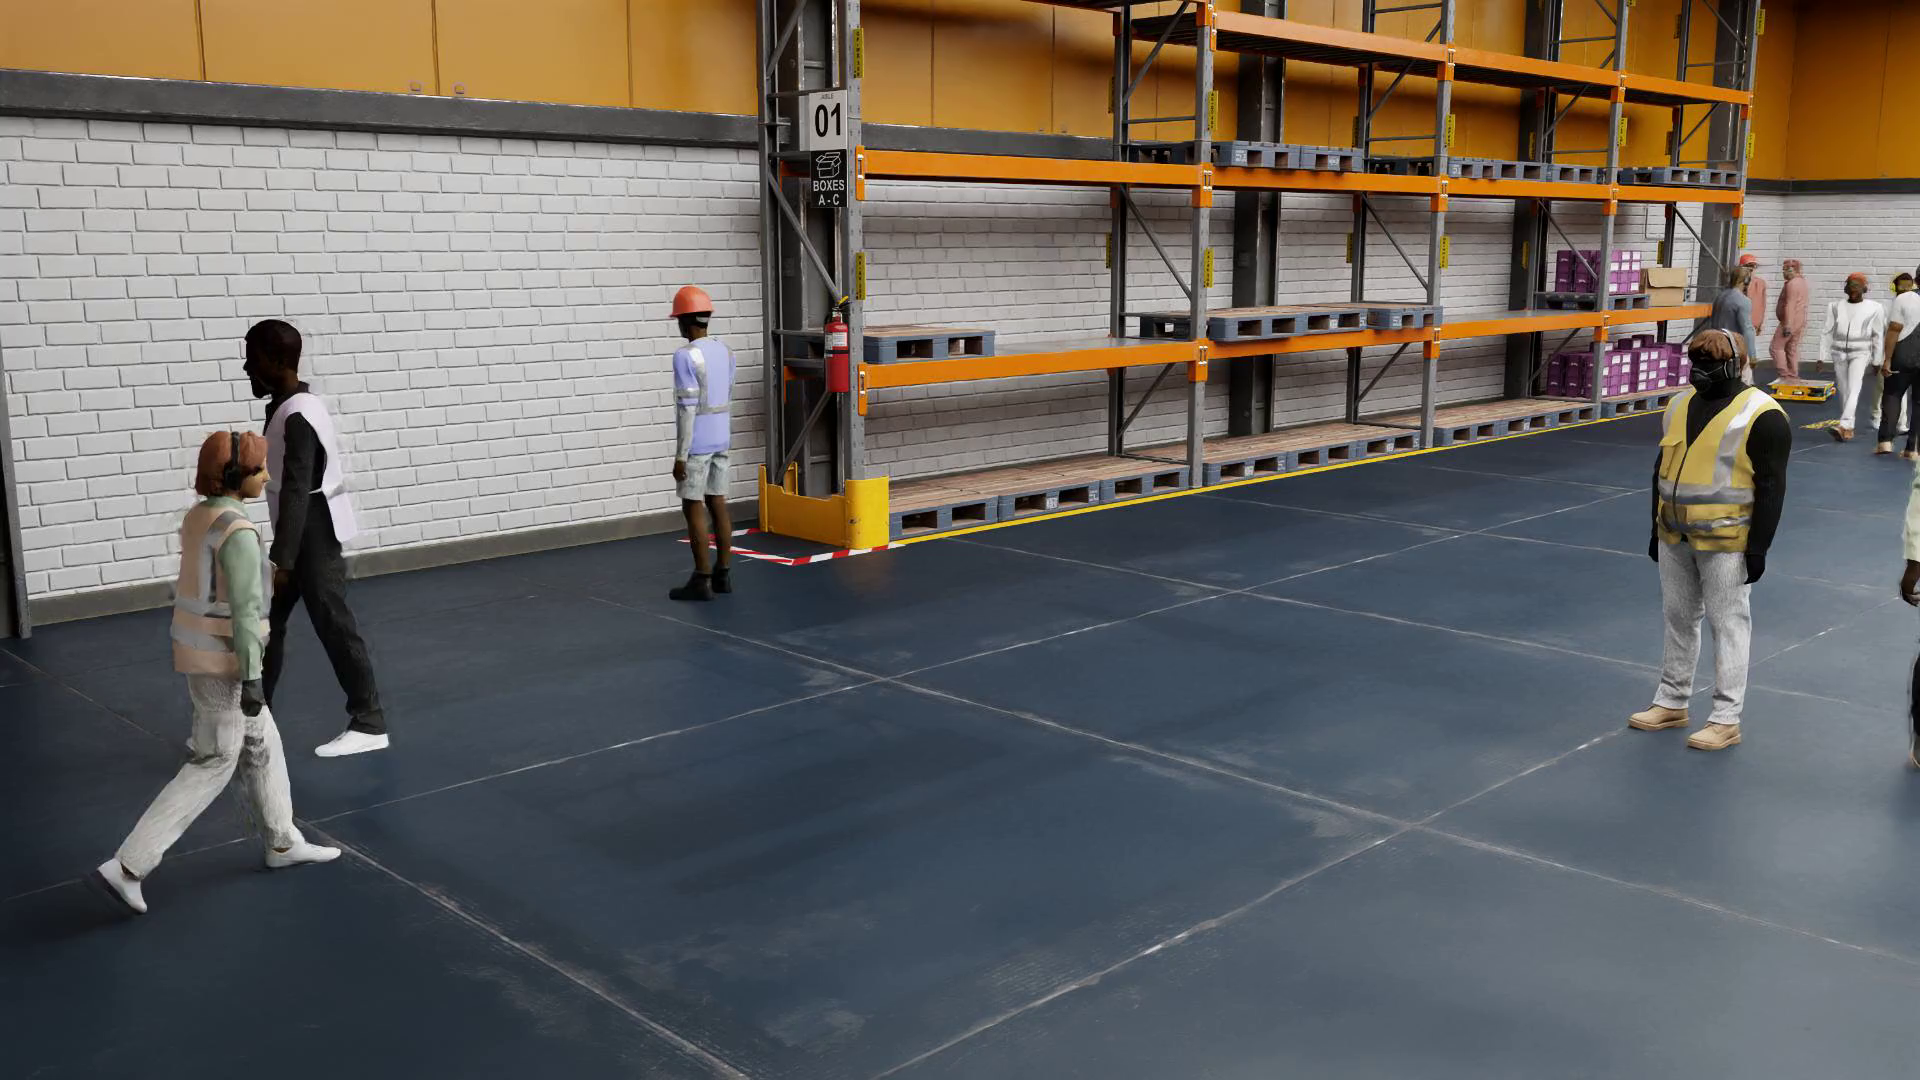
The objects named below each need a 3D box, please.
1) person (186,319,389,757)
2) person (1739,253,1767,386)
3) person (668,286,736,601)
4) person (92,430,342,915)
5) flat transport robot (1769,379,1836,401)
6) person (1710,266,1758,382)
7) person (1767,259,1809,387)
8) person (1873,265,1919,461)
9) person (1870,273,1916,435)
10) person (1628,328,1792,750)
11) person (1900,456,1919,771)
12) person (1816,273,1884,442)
[{"bbox_3d":[-2.899,0.026,7.019,0.901,1.882,0.619,-6,12,-28],"label":"person"},{"bbox_3d":[11.269,-3.121,23.926,0.642,1.974,0.453,-7,12,-32],"label":"person"},{"bbox_3d":[-1.613,-0.592,10.264,0.386,1.930,0.559,5,12,26],"label":"person"},{"bbox_3d":[-2.551,0.431,5.599,0.777,1.601,0.553,-8,13,-38],"label":"person"},{"bbox_3d":[11.584,-2.066,22.837,0.652,0.197,1.431,7,12,33],"label":"flat transport robot"},{"bbox_3d":[8.713,-2.096,18.578,0.983,1.885,0.674,0,10,2],"label":"person"},{"bbox_3d":[12.142,-3.170,24.432,0.489,1.885,0.681,9,13,39],"label":"person"},{"bbox_3d":[9.614,-1.822,16.681,0.735,2.000,0.600,2,11,13],"label":"person"},{"bbox_3d":[10.635,-2.121,18.931,0.543,1.824,0.980,2,11,12],"label":"person"},{"bbox_3d":[3.282,-0.006,7.323,0.429,1.842,0.633,-5,11,-24],"label":"person"},{"bbox_3d":[4.051,0.076,6.546,0.623,1.965,0.925,5,12,27],"label":"person"},{"bbox_3d":[9.694,-1.989,18.166,0.604,1.822,1.022,10,14,44],"label":"person"}]
